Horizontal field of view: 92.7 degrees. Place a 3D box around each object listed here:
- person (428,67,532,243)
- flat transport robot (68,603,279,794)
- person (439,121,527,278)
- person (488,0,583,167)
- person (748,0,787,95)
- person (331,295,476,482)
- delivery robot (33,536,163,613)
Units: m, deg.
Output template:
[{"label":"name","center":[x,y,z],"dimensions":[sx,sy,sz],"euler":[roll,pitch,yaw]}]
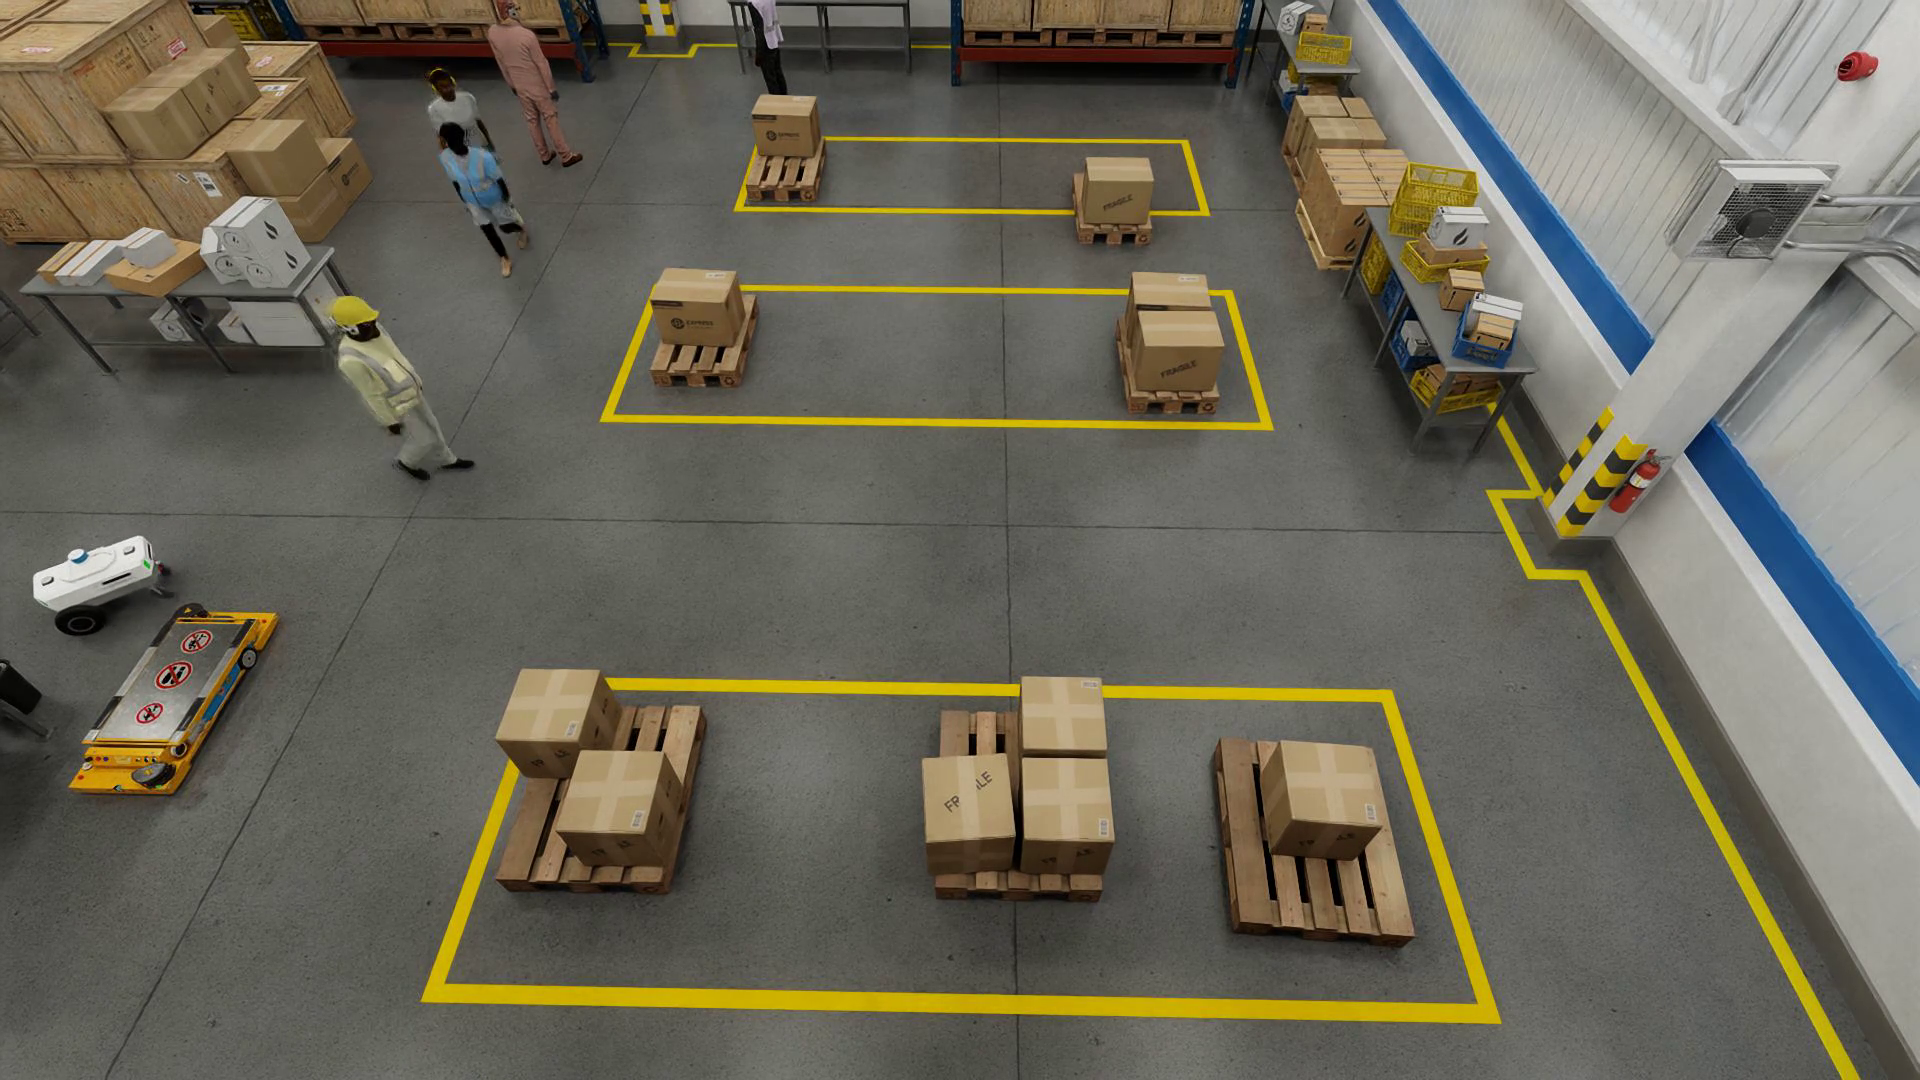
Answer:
[{"label":"person","center":[-5.227,-4.117,9.839],"dimensions":[0.550,1.806,0.956],"euler":[-31,56,-24]},{"label":"flat transport robot","center":[-5.504,1.072,6.442],"dimensions":[0.652,0.197,1.431],"euler":[1,50,1]},{"label":"person","center":[-4.888,-3.568,9.462],"dimensions":[0.540,1.671,0.569],"euler":[-3,50,-2]},{"label":"person","center":[-5.059,-5.404,10.863],"dimensions":[0.642,1.901,0.401],"euler":[14,51,11]},{"label":"person","center":[-2.431,-6.264,11.576],"dimensions":[0.383,1.921,0.597],"euler":[10,51,9]},{"label":"person","center":[-4.496,-1.152,7.316],"dimensions":[0.446,1.816,0.620],"euler":[-3,50,-3]},{"label":"delivery robot","center":[-6.472,0.255,6.889],"dimensions":[0.707,0.478,0.477],"euler":[-28,55,-21]}]
